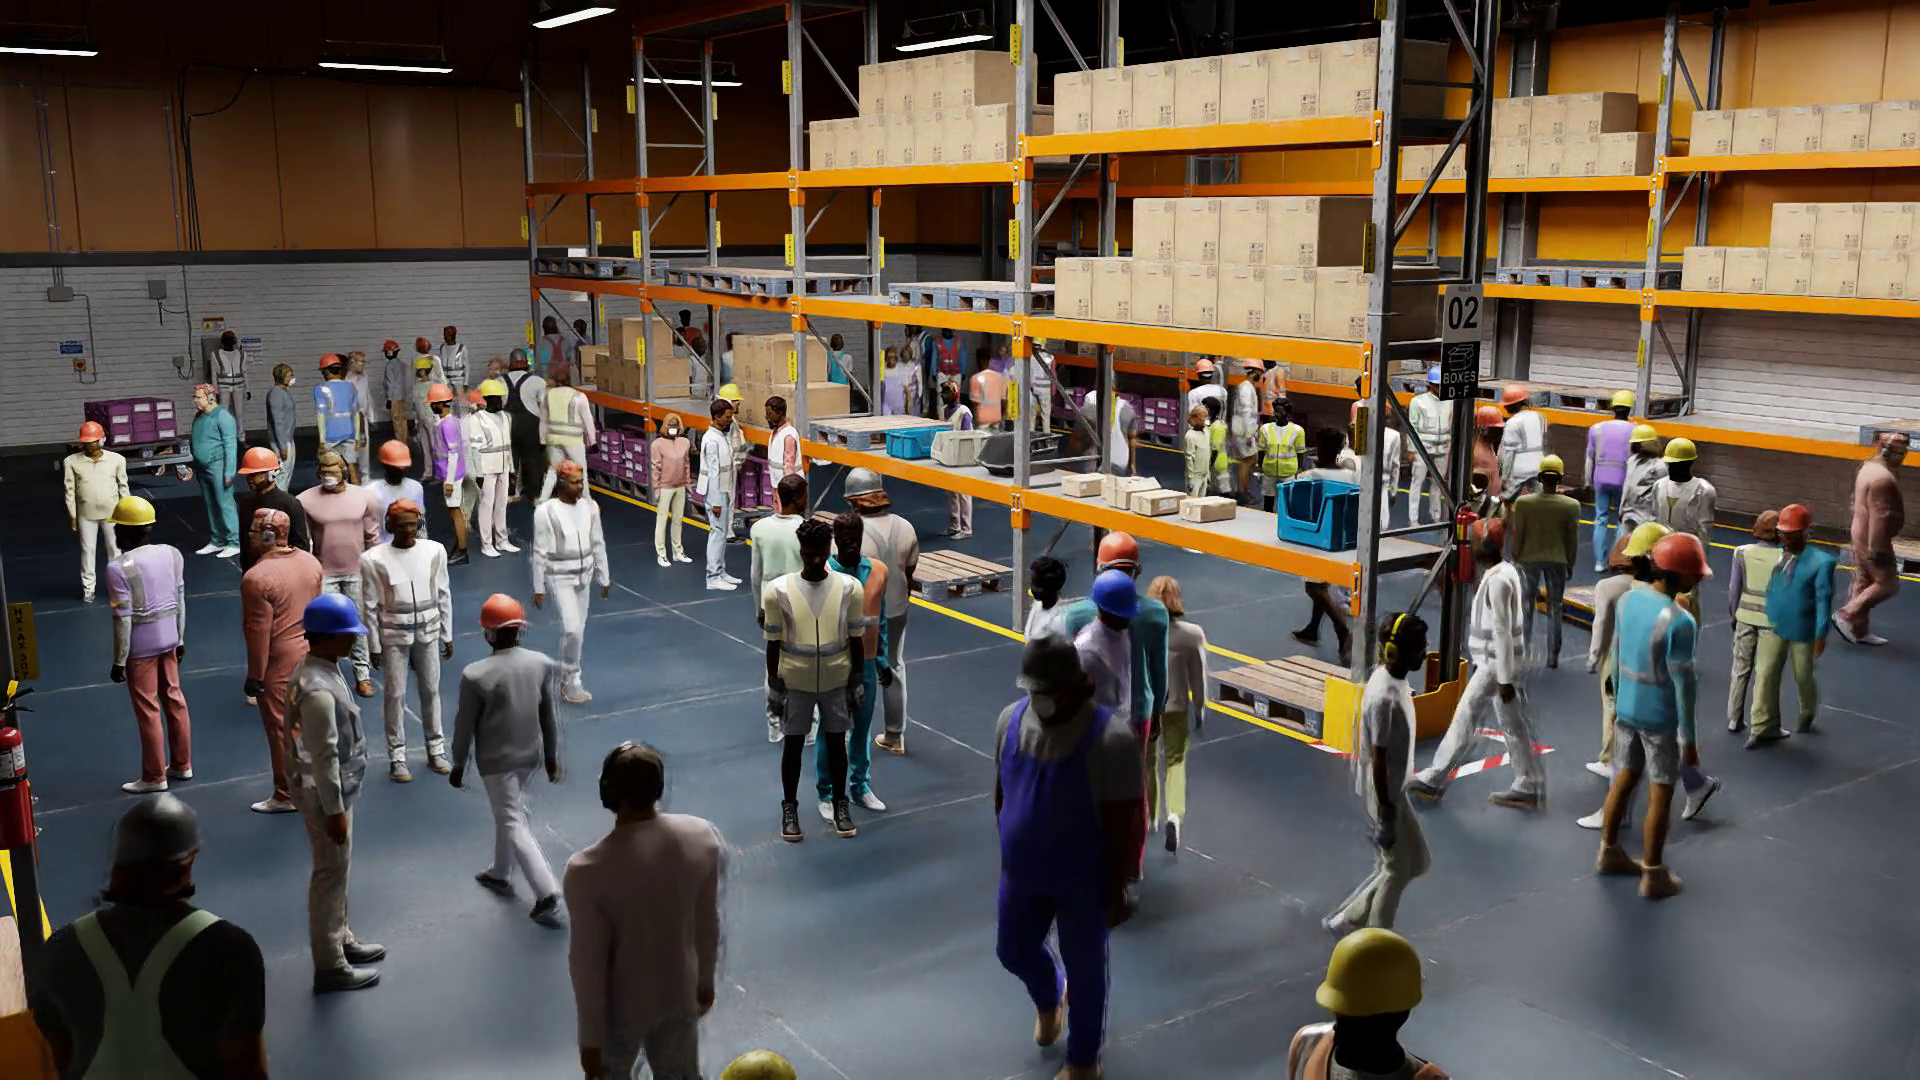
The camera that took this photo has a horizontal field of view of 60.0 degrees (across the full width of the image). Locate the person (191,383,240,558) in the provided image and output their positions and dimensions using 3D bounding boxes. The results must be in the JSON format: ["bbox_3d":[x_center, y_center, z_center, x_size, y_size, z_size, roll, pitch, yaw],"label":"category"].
[{"bbox_3d":[-8.123,-0.757,18.075,0.652,1.904,0.403,8,14,35],"label":"person"}]

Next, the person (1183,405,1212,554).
[{"bbox_3d":[2.628,-0.673,18.344,0.279,1.633,0.501,7,13,32],"label":"person"}]

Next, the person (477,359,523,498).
[{"bbox_3d":[-5.944,-1.406,21.501,0.671,1.863,0.976,1,11,6],"label":"person"}]

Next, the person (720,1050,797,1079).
[{"bbox_3d":[-0.506,2.070,4.064,0.491,1.729,0.323,3,11,13],"label":"person"}]

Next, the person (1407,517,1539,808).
[{"bbox_3d":[3.228,0.771,10.424,0.953,1.838,0.602,4,12,21],"label":"person"}]

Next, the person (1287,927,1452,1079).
[{"bbox_3d":[1.038,1.916,4.329,0.359,1.930,0.588,-9,14,-38],"label":"person"}]

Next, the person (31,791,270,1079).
[{"bbox_3d":[-2.420,1.724,5.029,0.694,2.000,1.028,-1,11,-3],"label":"person"}]

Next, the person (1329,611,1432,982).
[{"bbox_3d":[2.104,1.234,8.031,0.403,1.842,0.567,4,12,21],"label":"person"}]

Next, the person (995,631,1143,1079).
[{"bbox_3d":[0.415,1.337,7.011,0.703,2.000,0.563,6,13,29],"label":"person"}]

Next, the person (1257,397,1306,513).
[{"bbox_3d":[3.568,-0.747,18.560,0.540,1.695,0.317,5,12,23],"label":"person"}]

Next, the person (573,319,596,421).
[{"bbox_3d":[-6.489,-2.862,28.794,0.366,1.932,0.632,-3,12,-16],"label":"person"}]

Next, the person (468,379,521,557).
[{"bbox_3d":[-5.083,-0.789,18.171,0.357,1.930,0.585,6,12,26],"label":"person"}]

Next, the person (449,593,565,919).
[{"bbox_3d":[-2.388,1.136,8.872,0.846,1.718,0.566,7,13,33],"label":"person"}]

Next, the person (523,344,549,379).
[{"bbox_3d":[-6.916,-2.484,27.054,0.384,1.849,0.569,9,14,38],"label":"person"}]

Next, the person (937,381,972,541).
[{"bbox_3d":[-0.042,-0.917,19.088,0.395,1.836,0.560,-8,13,-34],"label":"person"}]

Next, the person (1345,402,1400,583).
[{"bbox_3d":[4.098,-0.478,16.748,0.677,1.858,0.624,0,11,1],"label":"person"}]

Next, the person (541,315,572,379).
[{"bbox_3d":[-6.939,-2.809,28.226,0.702,2.000,0.564,-10,15,-42],"label":"person"}]

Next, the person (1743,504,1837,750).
[{"bbox_3d":[5.855,0.582,11.706,0.567,1.724,0.839,10,15,43],"label":"person"}]

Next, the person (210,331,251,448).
[{"bbox_3d":[-11.592,-2.385,26.455,0.572,1.886,0.354,-9,14,-39],"label":"person"}]

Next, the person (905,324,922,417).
[{"bbox_3d":[-0.841,-2.918,29.286,0.345,1.846,0.508,1,11,6],"label":"person"}]

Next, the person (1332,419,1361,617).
[{"bbox_3d":[3.612,-0.211,15.464,0.393,1.836,0.560,4,12,18],"label":"person"}]

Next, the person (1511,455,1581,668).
[{"bbox_3d":[4.793,0.178,13.670,0.522,1.762,0.337,2,11,12],"label":"person"}]

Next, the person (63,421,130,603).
[{"bbox_3d":[-8.291,-0.277,16.017,0.564,1.747,0.339,-6,13,-30],"label":"person"}]

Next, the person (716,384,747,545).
[{"bbox_3d":[-2.611,-0.855,18.796,0.403,1.822,0.583,-2,11,-12],"label":"person"}]

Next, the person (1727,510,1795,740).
[{"bbox_3d":[5.713,0.598,11.827,0.311,1.639,0.513,-8,14,-36],"label":"person"}]

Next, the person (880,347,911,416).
[{"bbox_3d":[-0.994,-1.952,24.471,0.534,1.802,0.946,-1,11,-7],"label":"person"}]

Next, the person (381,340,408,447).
[{"bbox_3d":[-8.903,-2.265,26.177,0.324,1.752,0.560,0,11,1],"label":"person"}]

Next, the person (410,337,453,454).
[{"bbox_3d":[-8.199,-2.205,25.664,0.635,1.835,0.690,7,13,31],"label":"person"}]

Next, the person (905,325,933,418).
[{"bbox_3d":[-0.782,-3.159,30.573,0.635,1.831,0.429,9,14,38],"label":"person"}]

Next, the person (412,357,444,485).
[{"bbox_3d":[-7.358,-1.638,22.940,0.523,1.769,0.319,9,14,39],"label":"person"}]

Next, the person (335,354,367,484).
[{"bbox_3d":[-7.836,-1.381,21.135,0.599,1.959,0.368,1,11,7],"label":"person"}]

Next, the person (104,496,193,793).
[{"bbox_3d":[-5.231,0.669,10.710,0.352,1.929,0.594,3,12,16],"label":"person"}]

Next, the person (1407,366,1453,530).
[{"bbox_3d":[5.560,-1.072,19.574,0.609,1.946,0.405,-2,11,-9],"label":"person"}]

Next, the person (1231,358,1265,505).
[{"bbox_3d":[3.697,-1.393,21.402,0.409,1.891,0.574,3,11,15],"label":"person"}]

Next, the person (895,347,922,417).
[{"bbox_3d":[-0.868,-2.329,26.930,0.525,1.575,0.909,0,11,-1],"label":"person"}]

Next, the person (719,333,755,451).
[{"bbox_3d":[-3.529,-2.343,26.336,0.609,1.854,1.019,-8,14,-36],"label":"person"}]

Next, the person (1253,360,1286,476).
[{"bbox_3d":[4.367,-1.815,23.432,0.382,1.924,0.594,-3,11,-13],"label":"person"}]

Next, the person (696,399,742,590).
[{"bbox_3d":[-2.409,-0.451,16.511,0.398,1.909,0.599,0,11,-2],"label":"person"}]

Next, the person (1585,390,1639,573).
[{"bbox_3d":[6.801,-0.600,17.268,0.619,1.904,0.480,6,13,29],"label":"person"}]

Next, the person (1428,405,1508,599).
[{"bbox_3d":[4.767,-0.280,15.455,0.674,1.971,0.626,5,12,25],"label":"person"}]

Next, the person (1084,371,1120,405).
[{"bbox_3d":[1.740,-1.191,20.468,0.563,1.837,0.392,-10,15,-42],"label":"person"}]

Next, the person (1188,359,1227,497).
[{"bbox_3d":[3.046,-1.284,20.718,0.542,1.927,0.381,-5,12,-24],"label":"person"}]

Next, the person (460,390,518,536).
[{"bbox_3d":[-5.461,-0.870,19.134,0.879,1.705,0.591,2,11,12],"label":"person"}]
